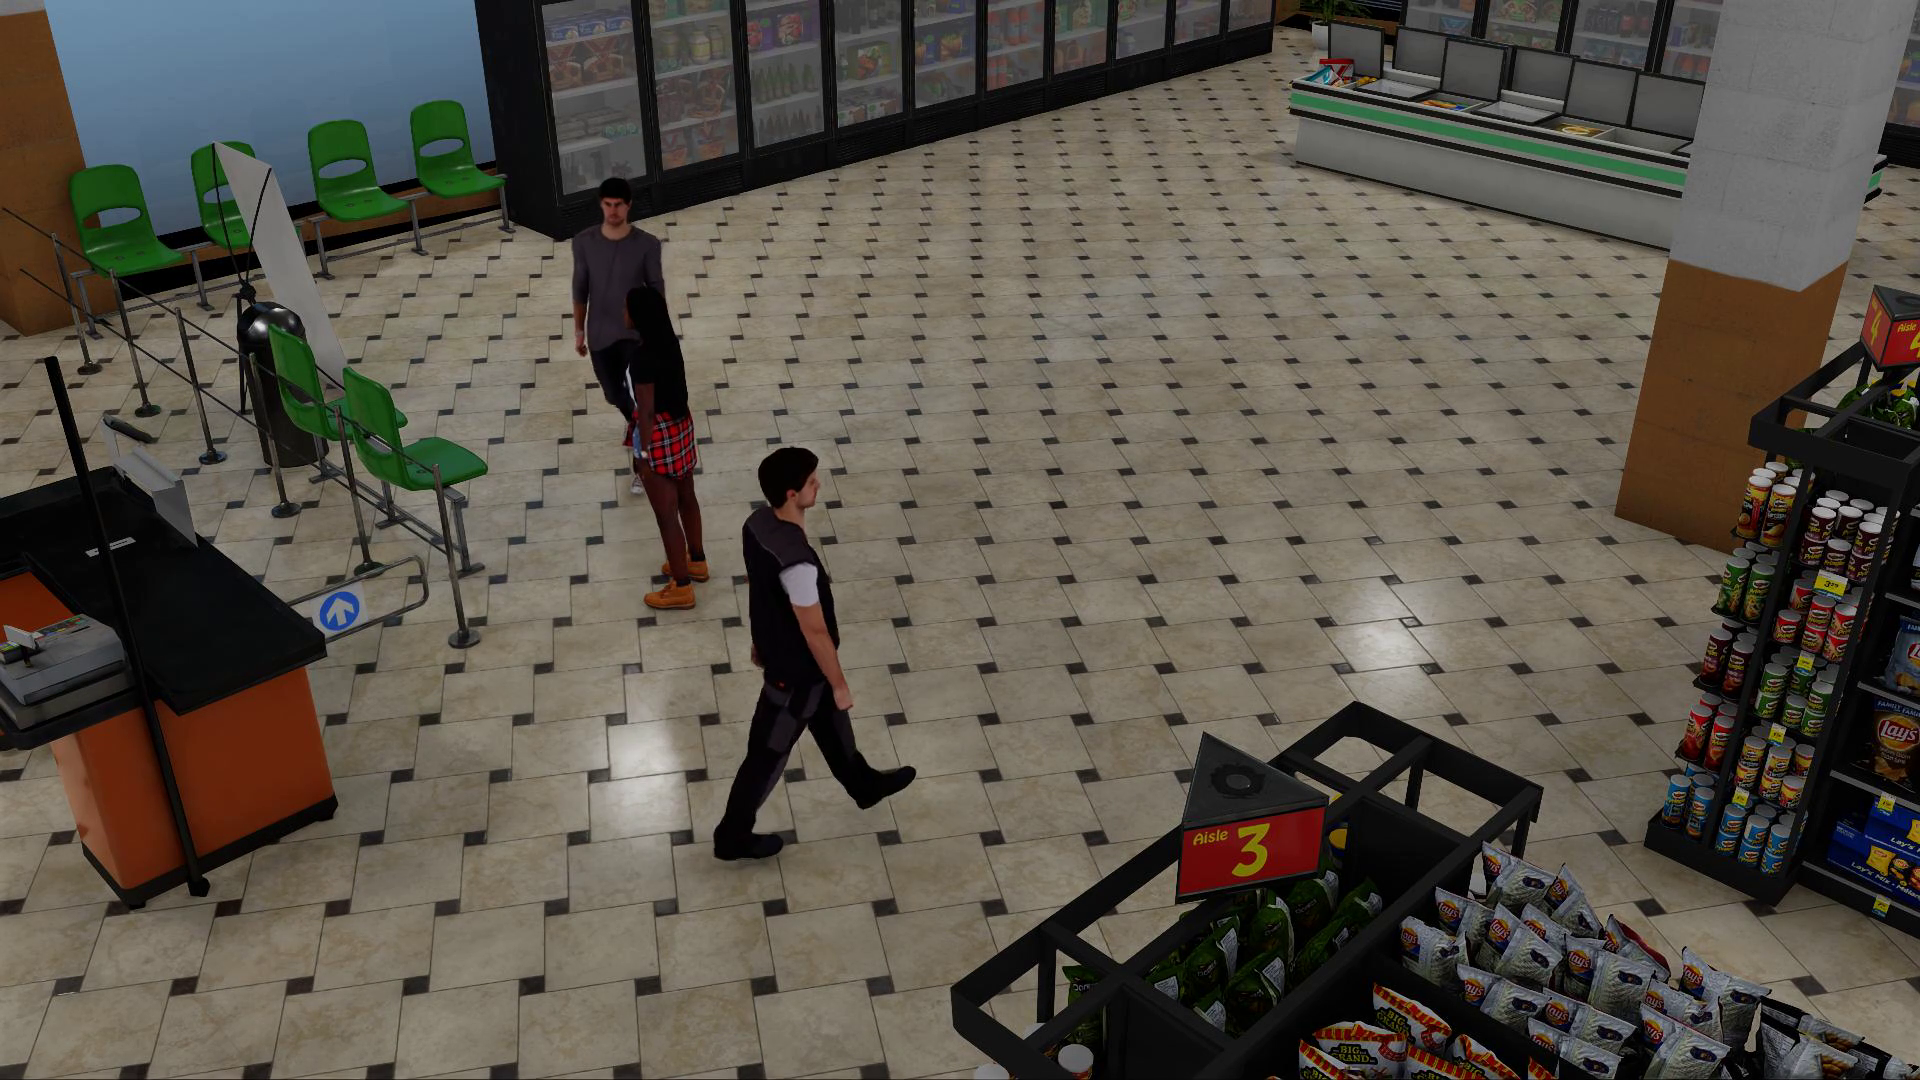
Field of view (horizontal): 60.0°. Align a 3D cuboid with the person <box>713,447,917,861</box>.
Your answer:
[{"bbox_3d":[-0.755,0.516,6.617,1.052,1.801,1.209,-11,30,-19],"label":"person"}]

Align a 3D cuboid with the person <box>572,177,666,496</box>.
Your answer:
[{"bbox_3d":[-1.991,-1.244,9.820,1.145,1.821,1.171,2,29,4],"label":"person"}]

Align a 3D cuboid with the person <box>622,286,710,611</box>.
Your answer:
[{"bbox_3d":[-1.508,-0.481,8.525,0.750,1.723,0.706,5,29,8],"label":"person"}]
